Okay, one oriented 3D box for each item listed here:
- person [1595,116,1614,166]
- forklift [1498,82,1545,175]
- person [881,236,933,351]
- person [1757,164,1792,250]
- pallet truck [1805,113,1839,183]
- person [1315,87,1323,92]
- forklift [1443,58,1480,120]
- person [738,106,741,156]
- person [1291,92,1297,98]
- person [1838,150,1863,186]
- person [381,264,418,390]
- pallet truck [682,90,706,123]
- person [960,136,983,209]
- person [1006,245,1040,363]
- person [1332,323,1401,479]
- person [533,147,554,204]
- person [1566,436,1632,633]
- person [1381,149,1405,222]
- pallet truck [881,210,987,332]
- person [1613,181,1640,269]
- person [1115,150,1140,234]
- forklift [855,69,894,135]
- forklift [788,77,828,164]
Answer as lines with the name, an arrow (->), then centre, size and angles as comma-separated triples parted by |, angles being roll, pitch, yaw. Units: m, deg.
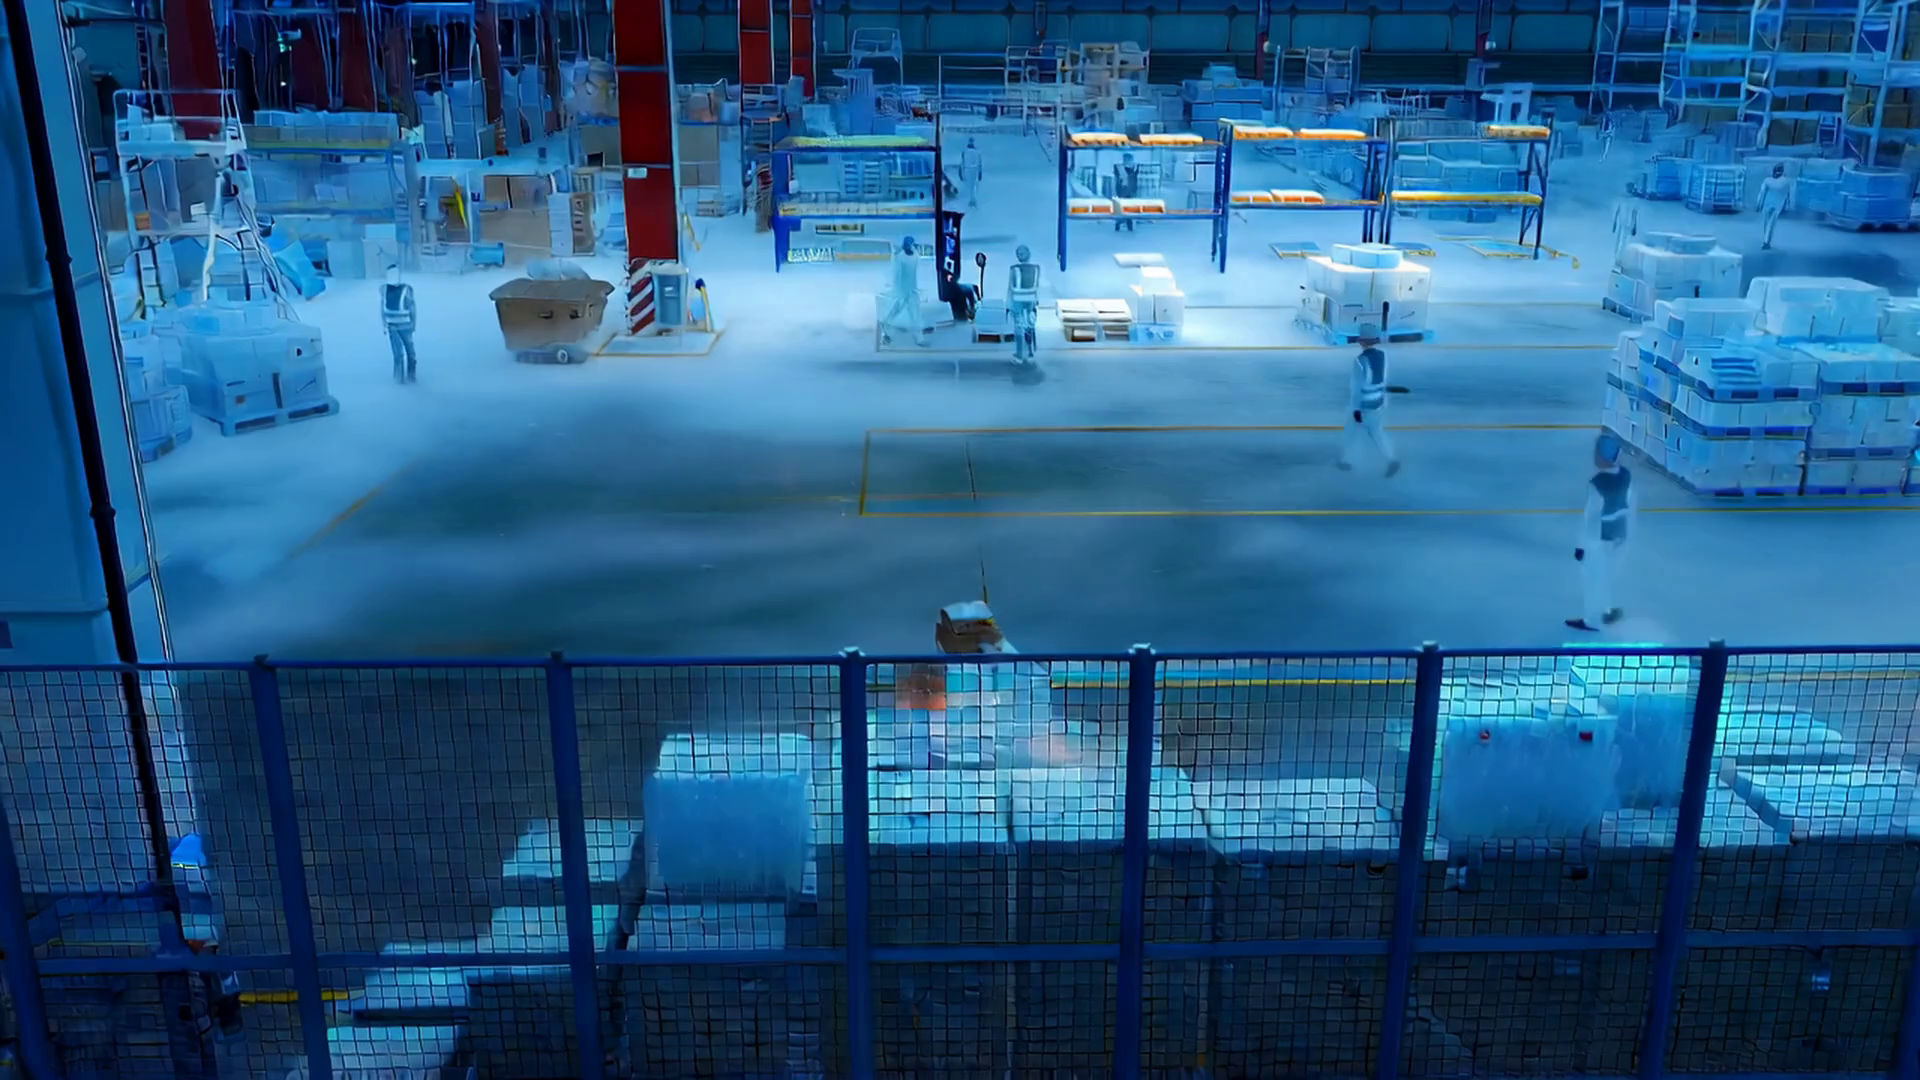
person -> 21.410, -13.264, 55.198 | 0.513, 1.596, 0.858 | 16, 24, 40
forklift -> 17.395, -12.933, 52.237 | 1.129, 2.768, 1.873 | -10, 21, -26
person -> -0.934, -4.109, 27.621 | 1.071, 1.881, 0.653 | 14, 23, 36
person -> 18.563, -7.620, 37.947 | 0.644, 1.927, 0.635 | 12, 22, 31
pallet truck -> 26.403, -11.957, 50.702 | 0.823, 1.965, 1.885 | 6, 19, 16
person -> 14.049, -16.791, 65.221 | 1.006, 1.876, 0.561 | 5, 19, 14
forklift -> 21.021, -18.416, 68.505 | 1.873, 2.768, 1.129 | 10, 21, 28
person -> -7.323, -13.803, 56.287 | 0.368, 1.927, 0.589 | 0, 19, 0
person -> 13.243, -16.775, 65.501 | 0.647, 1.672, 0.545 | 0, 19, 1
person -> 23.549, -9.499, 44.032 | 0.850, 1.596, 0.516 | -15, 24, -37
person -> -8.384, -3.183, 24.851 | 0.574, 1.882, 0.355 | 6, 20, 17
pallet truck -> -9.671, -15.907, 62.421 | 0.823, 1.965, 1.885 | 5, 19, 15
person -> 0.314, -9.846, 44.565 | 0.615, 1.912, 0.413 | 0, 19, 0
person -> 1.012, -3.771, 26.588 | 0.572, 1.887, 0.354 | -10, 21, -28
person -> 5.044, -1.707, 20.430 | 0.604, 1.923, 0.899 | -13, 22, -33
person -> -11.156, -9.655, 44.417 | 0.872, 1.649, 0.531 | 12, 22, 32
person -> 5.961, -0.043, 15.496 | 0.626, 1.905, 0.448 | -16, 24, -39
person -> 11.001, -9.084, 42.491 | 0.615, 1.803, 0.920 | -8, 20, -22
pallet truck -> -0.493, -4.759, 29.349 | 1.885, 1.965, 0.823 | -13, 23, -34
person -> 14.179, -6.694, 35.329 | 0.563, 1.836, 0.844 | 17, 25, 40
person -> 4.087, -8.437, 40.193 | 0.558, 2.000, 0.870 | 11, 21, 29
forklift -> -3.395, -15.525, 59.928 | 1.873, 2.768, 1.129 | -10, 21, -26
forklift -> -5.414, -13.916, 55.155 | 1.873, 2.768, 1.129 | -6, 19, -16
